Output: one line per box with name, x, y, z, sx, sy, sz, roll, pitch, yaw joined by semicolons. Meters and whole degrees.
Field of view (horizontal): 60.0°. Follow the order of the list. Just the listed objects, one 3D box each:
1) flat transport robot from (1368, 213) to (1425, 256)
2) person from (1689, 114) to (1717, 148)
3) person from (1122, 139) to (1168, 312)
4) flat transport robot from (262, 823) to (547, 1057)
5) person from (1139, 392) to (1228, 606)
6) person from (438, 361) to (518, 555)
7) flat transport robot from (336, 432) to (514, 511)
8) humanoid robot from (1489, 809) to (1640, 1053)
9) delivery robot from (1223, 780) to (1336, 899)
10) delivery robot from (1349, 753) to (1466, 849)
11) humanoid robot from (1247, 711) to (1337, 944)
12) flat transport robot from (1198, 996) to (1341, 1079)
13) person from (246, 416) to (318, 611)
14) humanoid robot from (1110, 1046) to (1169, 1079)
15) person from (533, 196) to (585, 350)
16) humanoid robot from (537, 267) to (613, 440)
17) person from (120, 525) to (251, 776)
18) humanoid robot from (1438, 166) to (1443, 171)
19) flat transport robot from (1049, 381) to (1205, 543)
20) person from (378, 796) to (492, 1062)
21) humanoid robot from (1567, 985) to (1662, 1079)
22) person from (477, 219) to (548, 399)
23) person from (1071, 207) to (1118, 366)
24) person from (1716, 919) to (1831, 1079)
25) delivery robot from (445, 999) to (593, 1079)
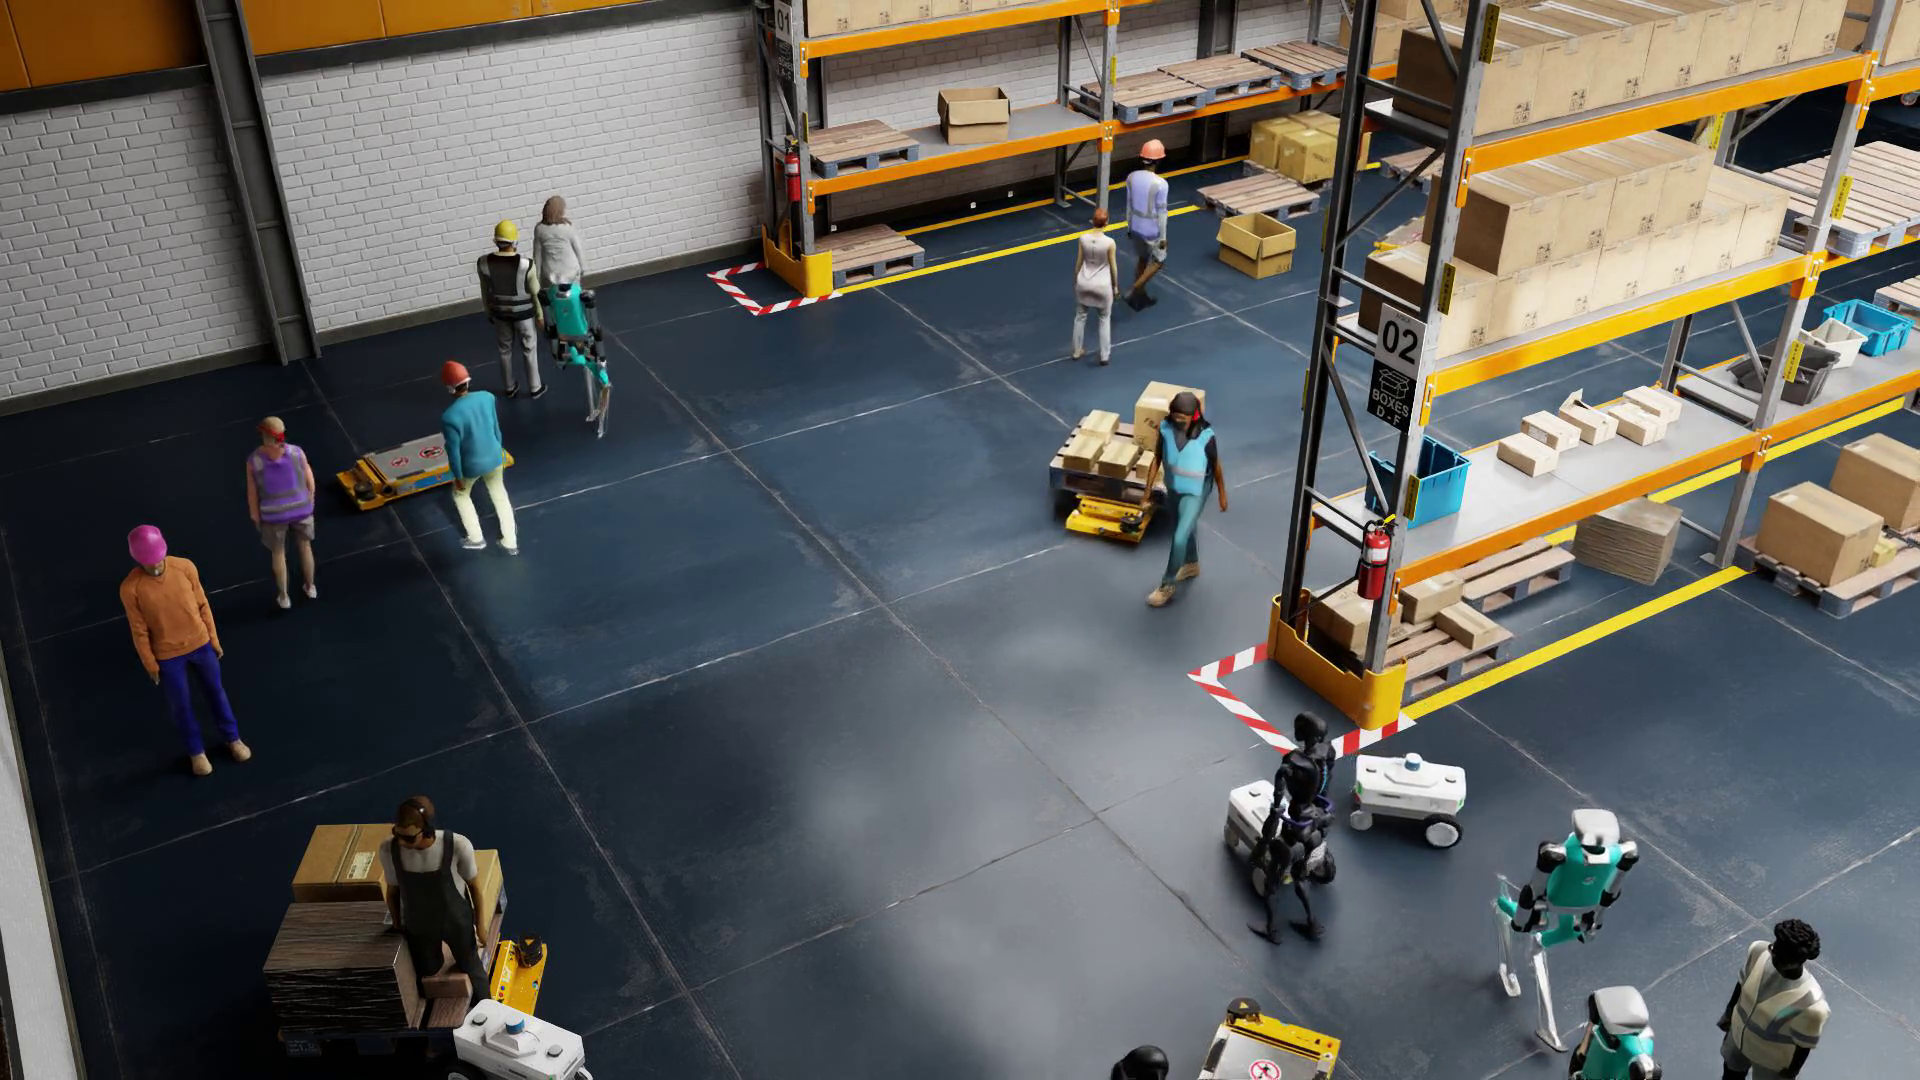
flat transport robot;5.457;-3.520;19.698;0.659;0.231;1.431;23;39;32
person;9.326;-5.045;20.680;0.908;1.812;0.568;17;36;25
person;1.981;-3.341;17.854;0.519;1.920;0.551;-24;39;-33
flat transport robot;-3.229;2.651;9.855;1.431;0.231;0.659;-1;32;-2
person;1.752;-0.337;13.142;0.581;1.831;0.808;25;40;34
person;-4.006;-0.669;13.789;0.594;1.714;0.567;24;39;33
flat transport robot;-4.877;-0.680;15.168;1.431;0.231;0.659;-21;38;-29
humanoid robot;3.339;2.049;9.432;0.532;1.714;1.006;-1;32;-2
delivery robot;2.047;1.928;10.754;0.499;0.609;0.807;-14;35;-21
delivery robot;3.018;1.697;11.121;0.797;0.608;0.499;6;33;10
humanoid robot;2.049;1.748;9.986;0.589;1.649;0.435;-26;40;-35
flat transport robot;1.598;3.138;9.079;0.659;0.231;1.431;13;34;20
person;-5.310;-0.218;13.106;0.523;1.675;0.425;-15;35;-23
humanoid robot;0.834;3.002;7.973;0.331;1.656;0.600;-10;34;-16
person;-4.166;-2.797;17.273;0.549;1.626;0.624;-5;32;-7
humanoid robot;-3.516;-1.817;15.619;0.537;1.781;0.828;4;32;7
person;-5.309;0.733;11.318;0.517;1.973;0.400;-26;40;-35
humanoid robot;5.468;-3.440;18.202;0.546;1.781;0.860;18;36;27
flat transport robot;1.480;-0.454;14.807;0.659;0.231;1.431;12;34;18
person;-2.876;2.138;9.193;0.510;1.841;0.335;-3;32;-4
humanoid robot;2.879;2.896;8.082;0.709;1.794;0.546;-4;32;-6
person;-4.333;-2.229;16.182;0.595;1.822;0.405;1;32;2
person;1.368;-2.568;16.878;0.434;1.647;0.294;15;35;22
person;4.145;2.601;8.598;0.318;1.691;0.535;-9;33;-14
delivery robot;-2.453;2.857;9.250;0.773;0.586;0.499;14;35;21
